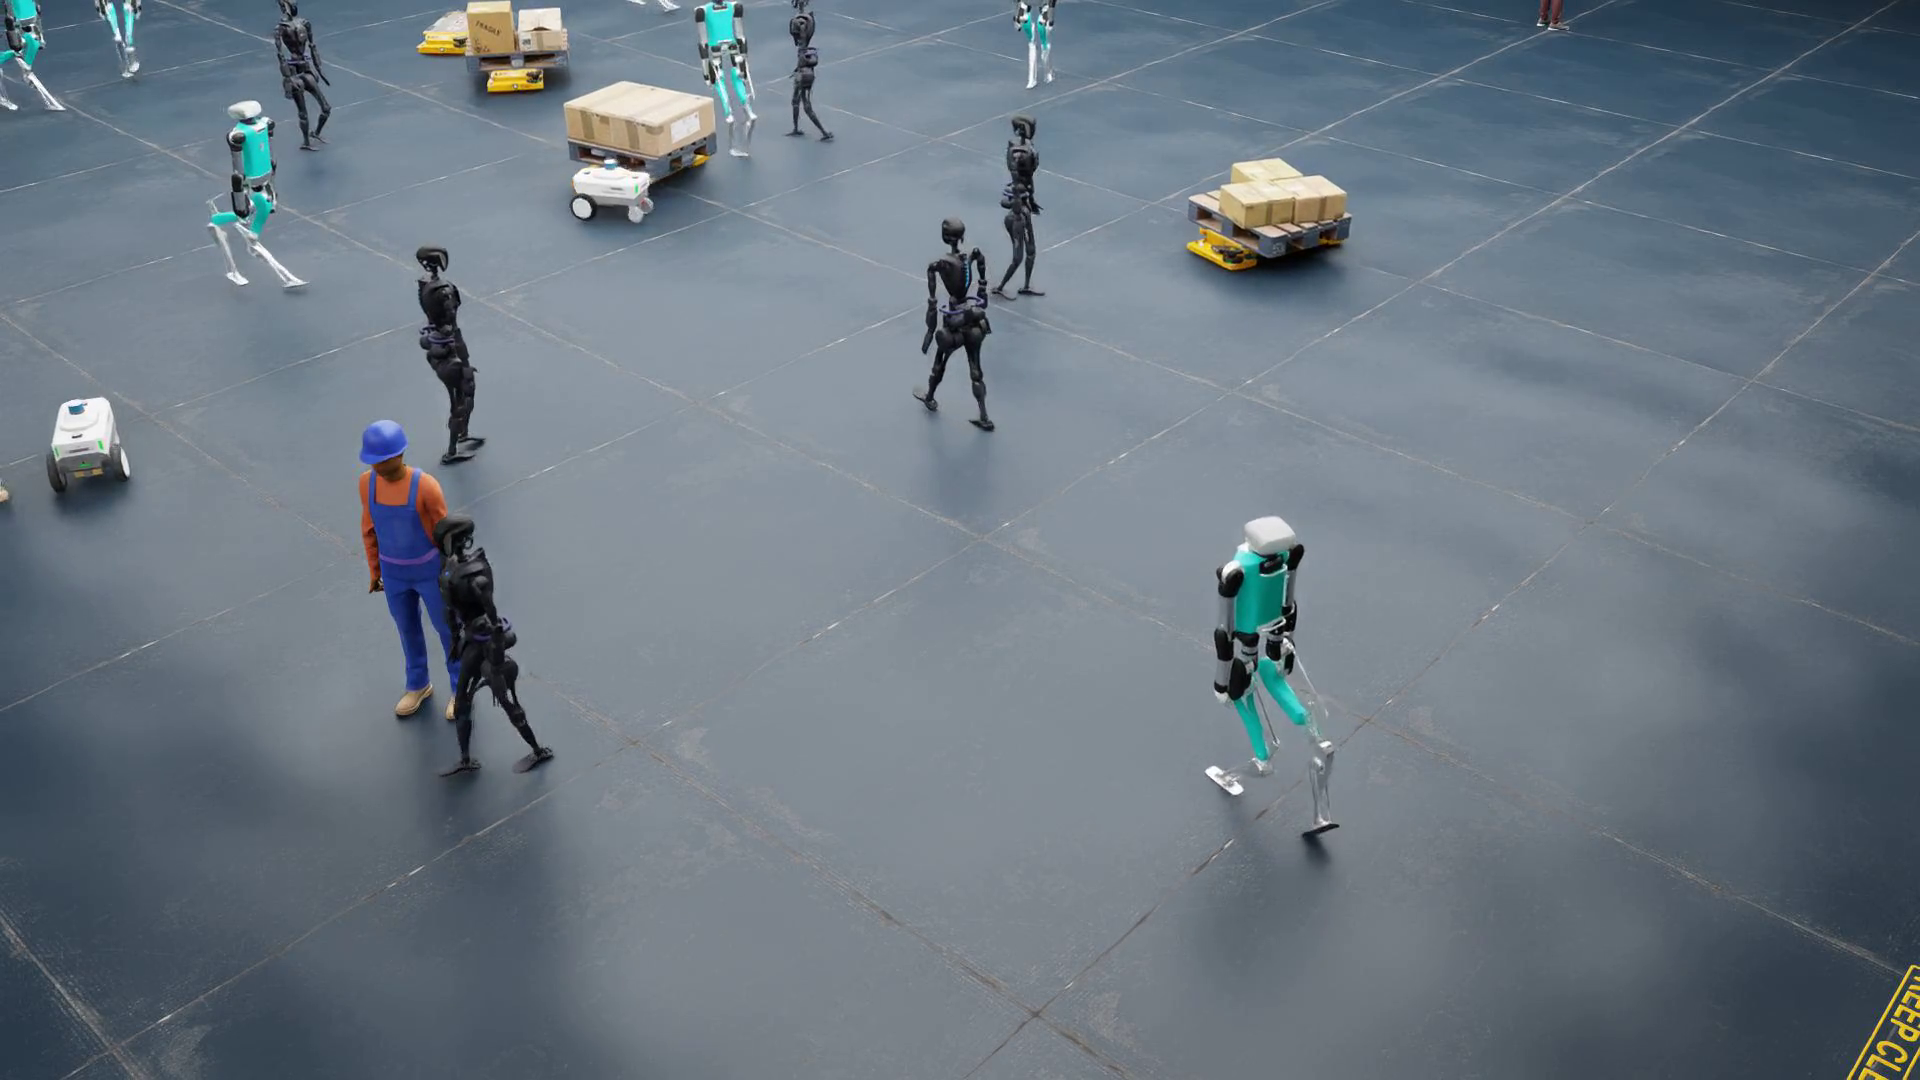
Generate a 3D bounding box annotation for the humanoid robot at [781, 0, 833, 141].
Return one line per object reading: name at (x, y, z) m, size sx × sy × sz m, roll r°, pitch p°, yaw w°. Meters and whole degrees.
humanoid robot at (-1.718, -5.185, 18.209) m, size 0.596 × 1.647 × 0.611 m, roll -1°, pitch 32°, yaw -2°

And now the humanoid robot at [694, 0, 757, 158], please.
humanoid robot at (-2.432, -4.924, 17.713) m, size 0.536 × 1.783 × 0.815 m, roll -14°, pitch 35°, yaw -21°

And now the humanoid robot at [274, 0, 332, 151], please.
humanoid robot at (-7.092, -5.016, 17.896) m, size 0.354 × 1.644 × 0.586 m, roll 12°, pitch 34°, yaw 19°

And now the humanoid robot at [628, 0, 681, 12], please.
humanoid robot at (-4.387, -8.123, 22.880) m, size 1.027 × 1.763 × 0.538 m, roll 8°, pitch 33°, yaw 12°

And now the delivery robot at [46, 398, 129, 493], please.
delivery robot at (-6.336, -0.728, 12.050) m, size 0.499 × 0.589 × 0.791 m, roll -11°, pitch 33°, yaw -17°

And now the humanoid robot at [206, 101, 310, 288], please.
humanoid robot at (-6.345, -2.993, 14.607) m, size 0.977 × 1.756 × 0.538 m, roll 9°, pitch 33°, yaw 14°

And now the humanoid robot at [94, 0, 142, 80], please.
humanoid robot at (-10.163, -6.389, 20.071) m, size 0.574 × 1.749 × 0.958 m, roll -9°, pitch 33°, yaw -15°

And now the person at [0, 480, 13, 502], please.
person at (-7.033, -1.018, 11.354) m, size 0.844 × 1.791 × 0.670 m, roll 11°, pitch 34°, yaw 17°

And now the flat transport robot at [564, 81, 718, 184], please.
flat transport robot at (-3.332, -3.951, 17.517) m, size 0.659 × 0.231 × 1.431 m, roll 17°, pitch 36°, yaw 26°

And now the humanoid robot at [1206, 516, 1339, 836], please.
humanoid robot at (1.695, 0.791, 8.521) m, size 0.530 × 1.775 × 0.997 m, roll -21°, pitch 37°, yaw -30°

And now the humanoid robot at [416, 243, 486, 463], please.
humanoid robot at (-3.686, -1.360, 12.009) m, size 0.455 × 1.640 × 0.599 m, roll -21°, pitch 38°, yaw -30°

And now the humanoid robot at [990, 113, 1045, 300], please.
humanoid robot at (0.542, -2.912, 14.510) m, size 0.402 × 1.644 × 0.601 m, roll 8°, pitch 33°, yaw 13°

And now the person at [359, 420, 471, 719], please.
person at (-3.065, 0.173, 9.323) m, size 0.532 × 1.906 × 0.373 m, roll 4°, pitch 32°, yaw 7°

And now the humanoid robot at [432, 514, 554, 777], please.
humanoid robot at (-2.580, 0.605, 8.859) m, size 0.645 × 1.640 × 0.598 m, roll -25°, pitch 40°, yaw -34°

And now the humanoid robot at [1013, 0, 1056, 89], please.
humanoid robot at (0.959, -6.222, 19.872) m, size 0.547 × 1.883 × 0.810 m, roll 12°, pitch 34°, yaw 18°

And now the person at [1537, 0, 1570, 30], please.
person at (8.025, -7.746, 22.163) m, size 0.365 × 1.813 × 0.541 m, roll -10°, pitch 33°, yaw -15°

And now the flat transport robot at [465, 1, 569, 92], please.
flat transport robot at (-5.439, -5.852, 20.577) m, size 0.659 × 0.231 × 1.431 m, roll -6°, pitch 32°, yaw -10°

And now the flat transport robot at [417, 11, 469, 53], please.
flat transport robot at (-6.602, -6.698, 21.940) m, size 0.659 × 0.231 × 1.431 m, roll 2°, pitch 32°, yaw 3°

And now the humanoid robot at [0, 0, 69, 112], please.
humanoid robot at (-10.940, -5.757, 19.056) m, size 0.970 × 1.769 × 0.540 m, roll 6°, pitch 32°, yaw 10°

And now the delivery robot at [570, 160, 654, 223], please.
delivery robot at (-3.460, -3.453, 16.460) m, size 0.807 × 0.613 × 0.499 m, roll 7°, pitch 33°, yaw 11°

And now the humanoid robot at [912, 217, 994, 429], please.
humanoid robot at (-0.036, -1.667, 12.534) m, size 0.611 × 1.625 × 0.756 m, roll -23°, pitch 39°, yaw -32°

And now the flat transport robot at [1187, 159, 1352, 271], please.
flat transport robot at (2.919, -2.873, 15.780) m, size 1.431 × 0.231 × 0.659 m, roll -19°, pitch 36°, yaw -27°
